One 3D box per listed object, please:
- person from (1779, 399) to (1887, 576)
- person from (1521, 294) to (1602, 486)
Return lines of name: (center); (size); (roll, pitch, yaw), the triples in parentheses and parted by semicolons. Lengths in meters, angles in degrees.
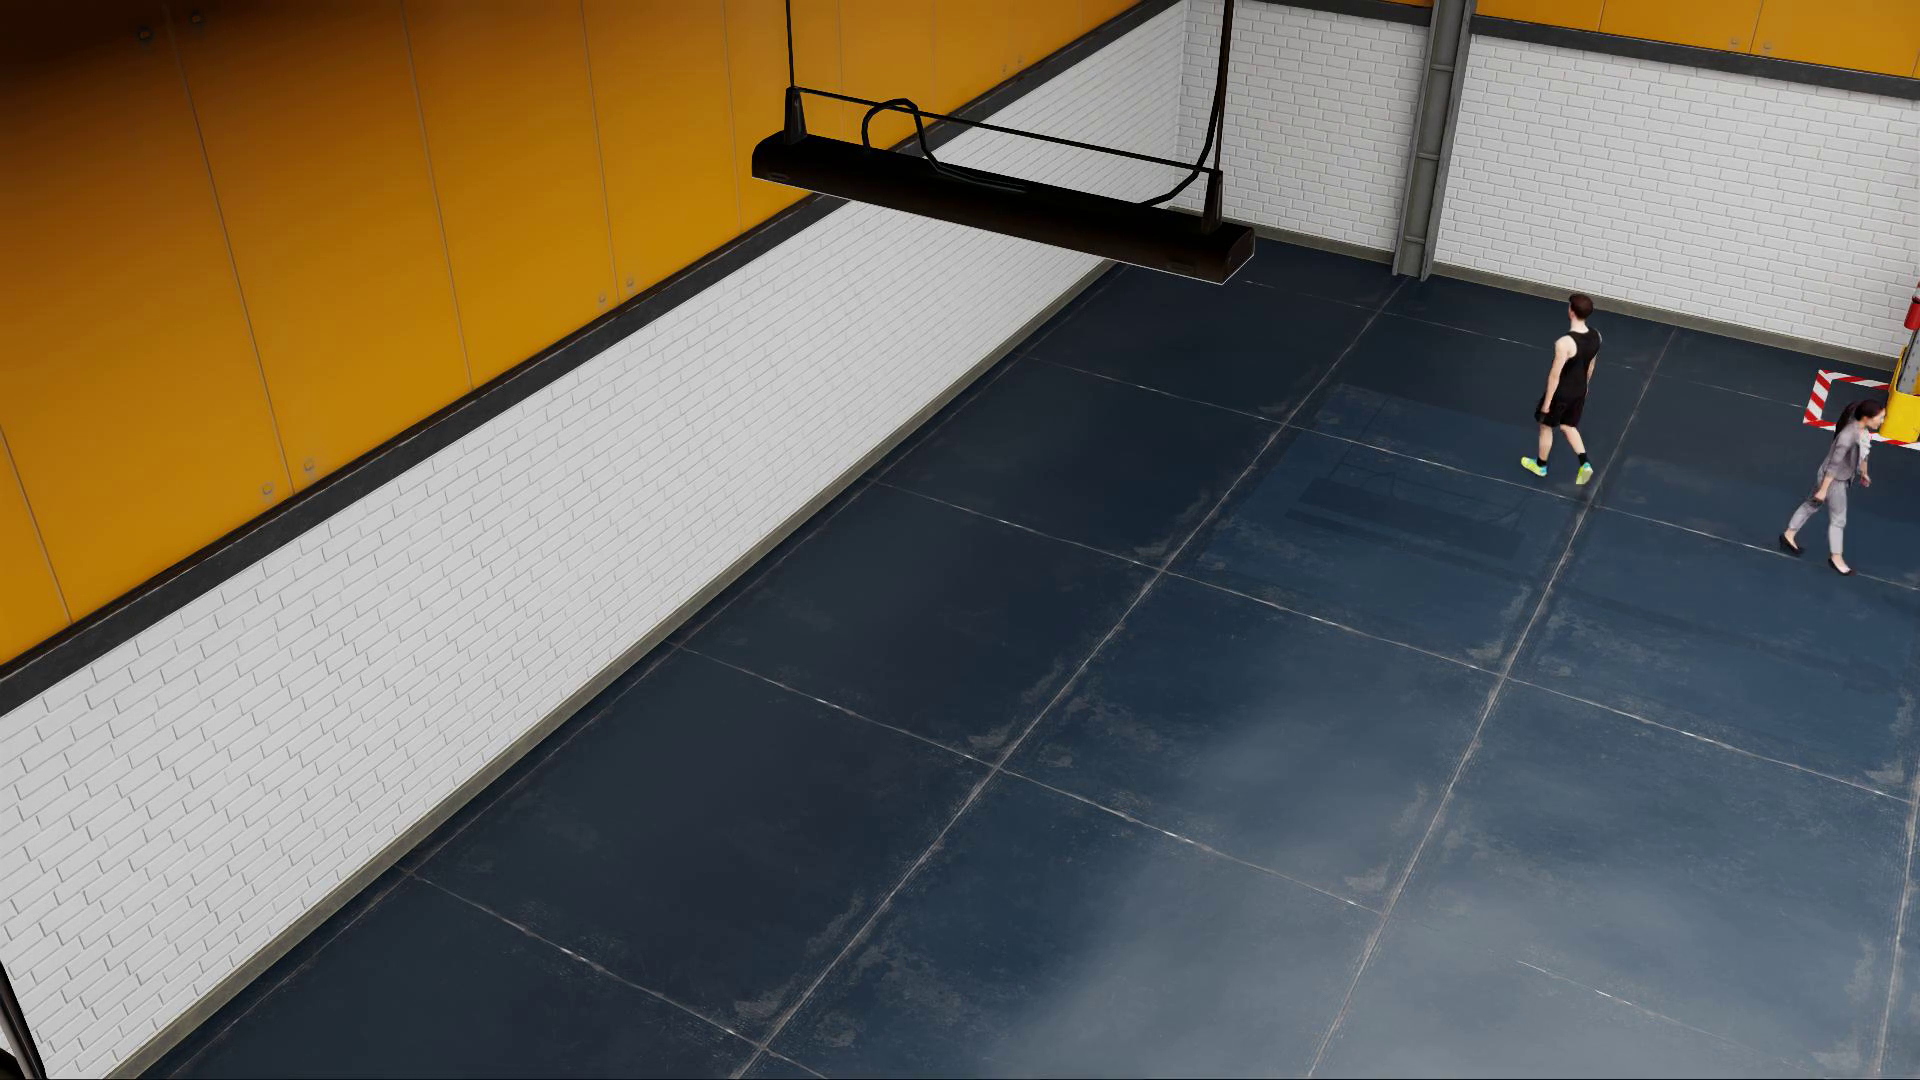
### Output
person: (7.433, -0.519, 14.317); (0.951, 1.641, 0.728); (20, 39, 28)
person: (5.645, -1.326, 15.324); (1.039, 1.869, 1.164); (-16, 37, -22)
